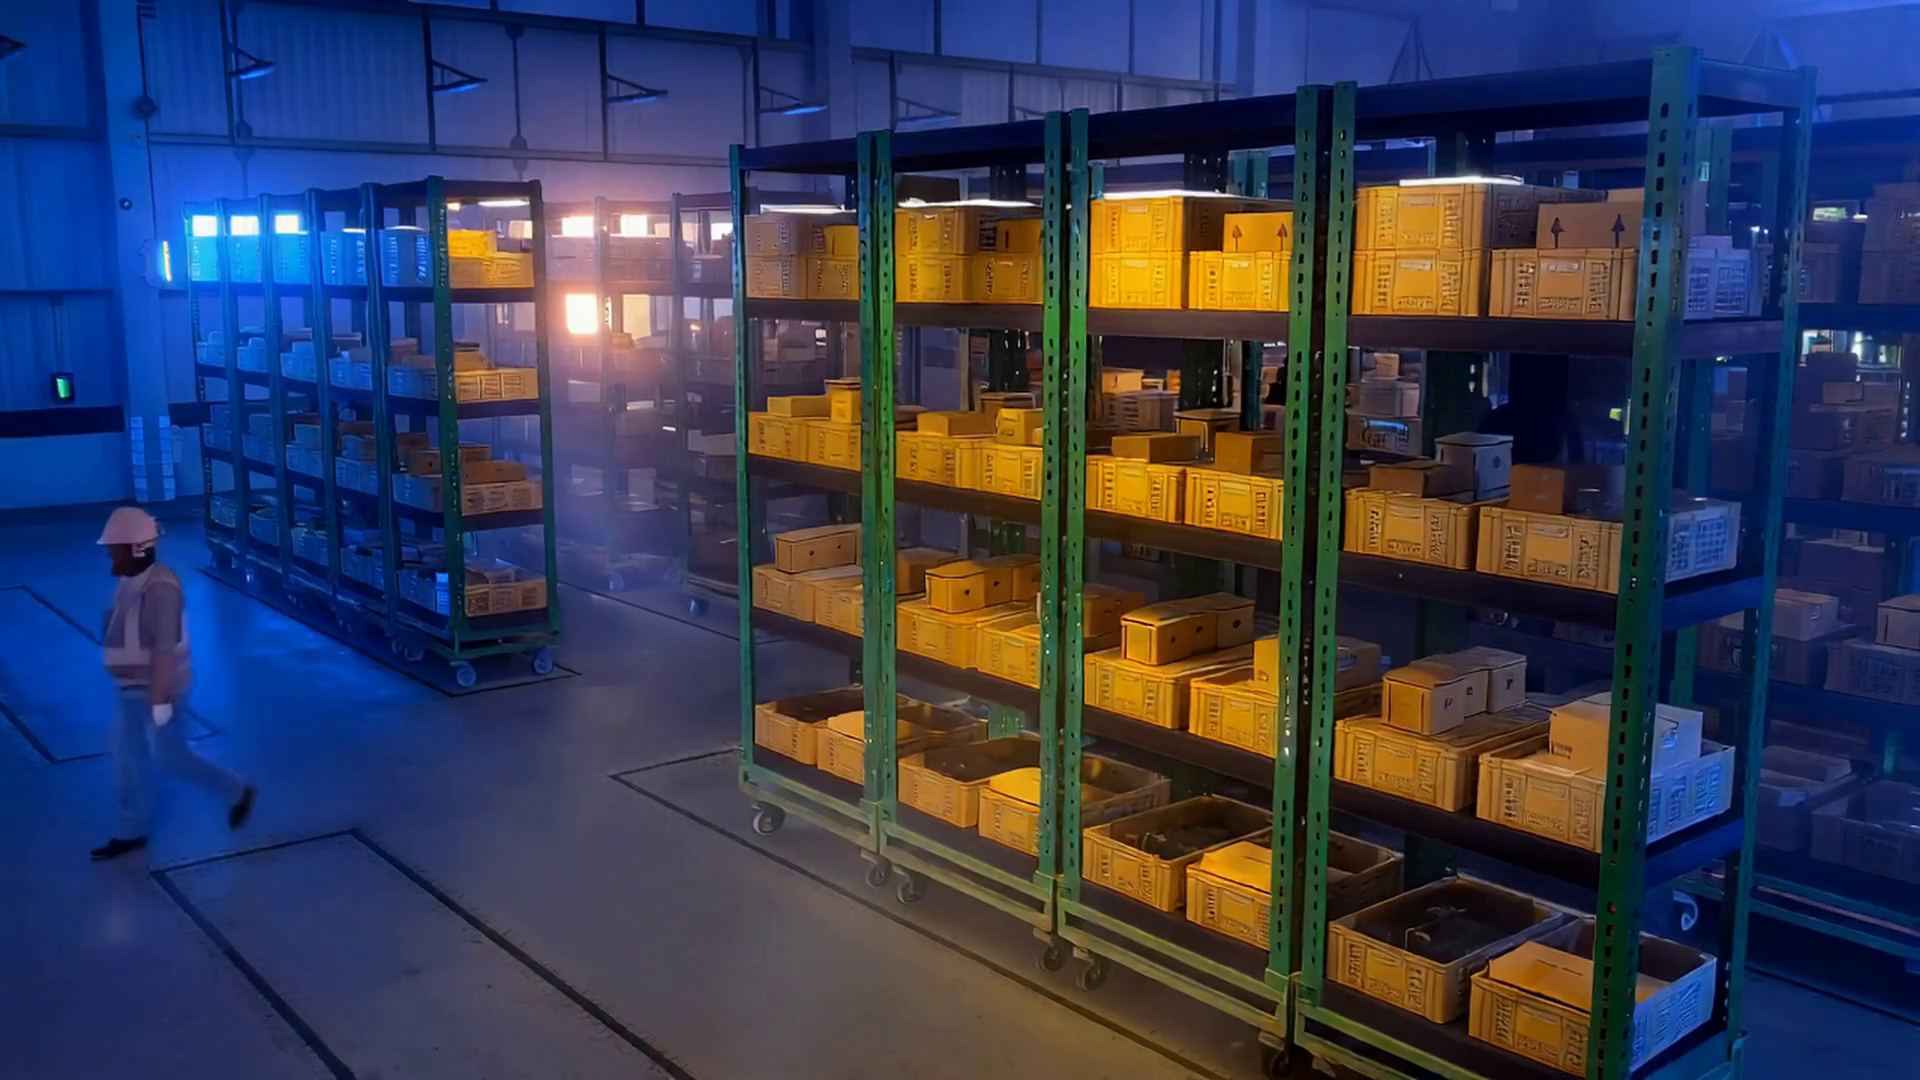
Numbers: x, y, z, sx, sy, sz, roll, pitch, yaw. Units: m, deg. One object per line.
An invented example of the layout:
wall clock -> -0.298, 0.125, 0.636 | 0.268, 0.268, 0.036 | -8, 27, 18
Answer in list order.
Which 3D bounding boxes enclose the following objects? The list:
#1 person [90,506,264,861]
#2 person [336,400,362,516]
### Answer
person -> -4.062, 0.713, 8.518 | 0.757, 1.813, 0.595 | -9, 13, -43
person -> -6.163, -0.691, 16.855 | 0.390, 1.847, 0.566 | -3, 10, -15
